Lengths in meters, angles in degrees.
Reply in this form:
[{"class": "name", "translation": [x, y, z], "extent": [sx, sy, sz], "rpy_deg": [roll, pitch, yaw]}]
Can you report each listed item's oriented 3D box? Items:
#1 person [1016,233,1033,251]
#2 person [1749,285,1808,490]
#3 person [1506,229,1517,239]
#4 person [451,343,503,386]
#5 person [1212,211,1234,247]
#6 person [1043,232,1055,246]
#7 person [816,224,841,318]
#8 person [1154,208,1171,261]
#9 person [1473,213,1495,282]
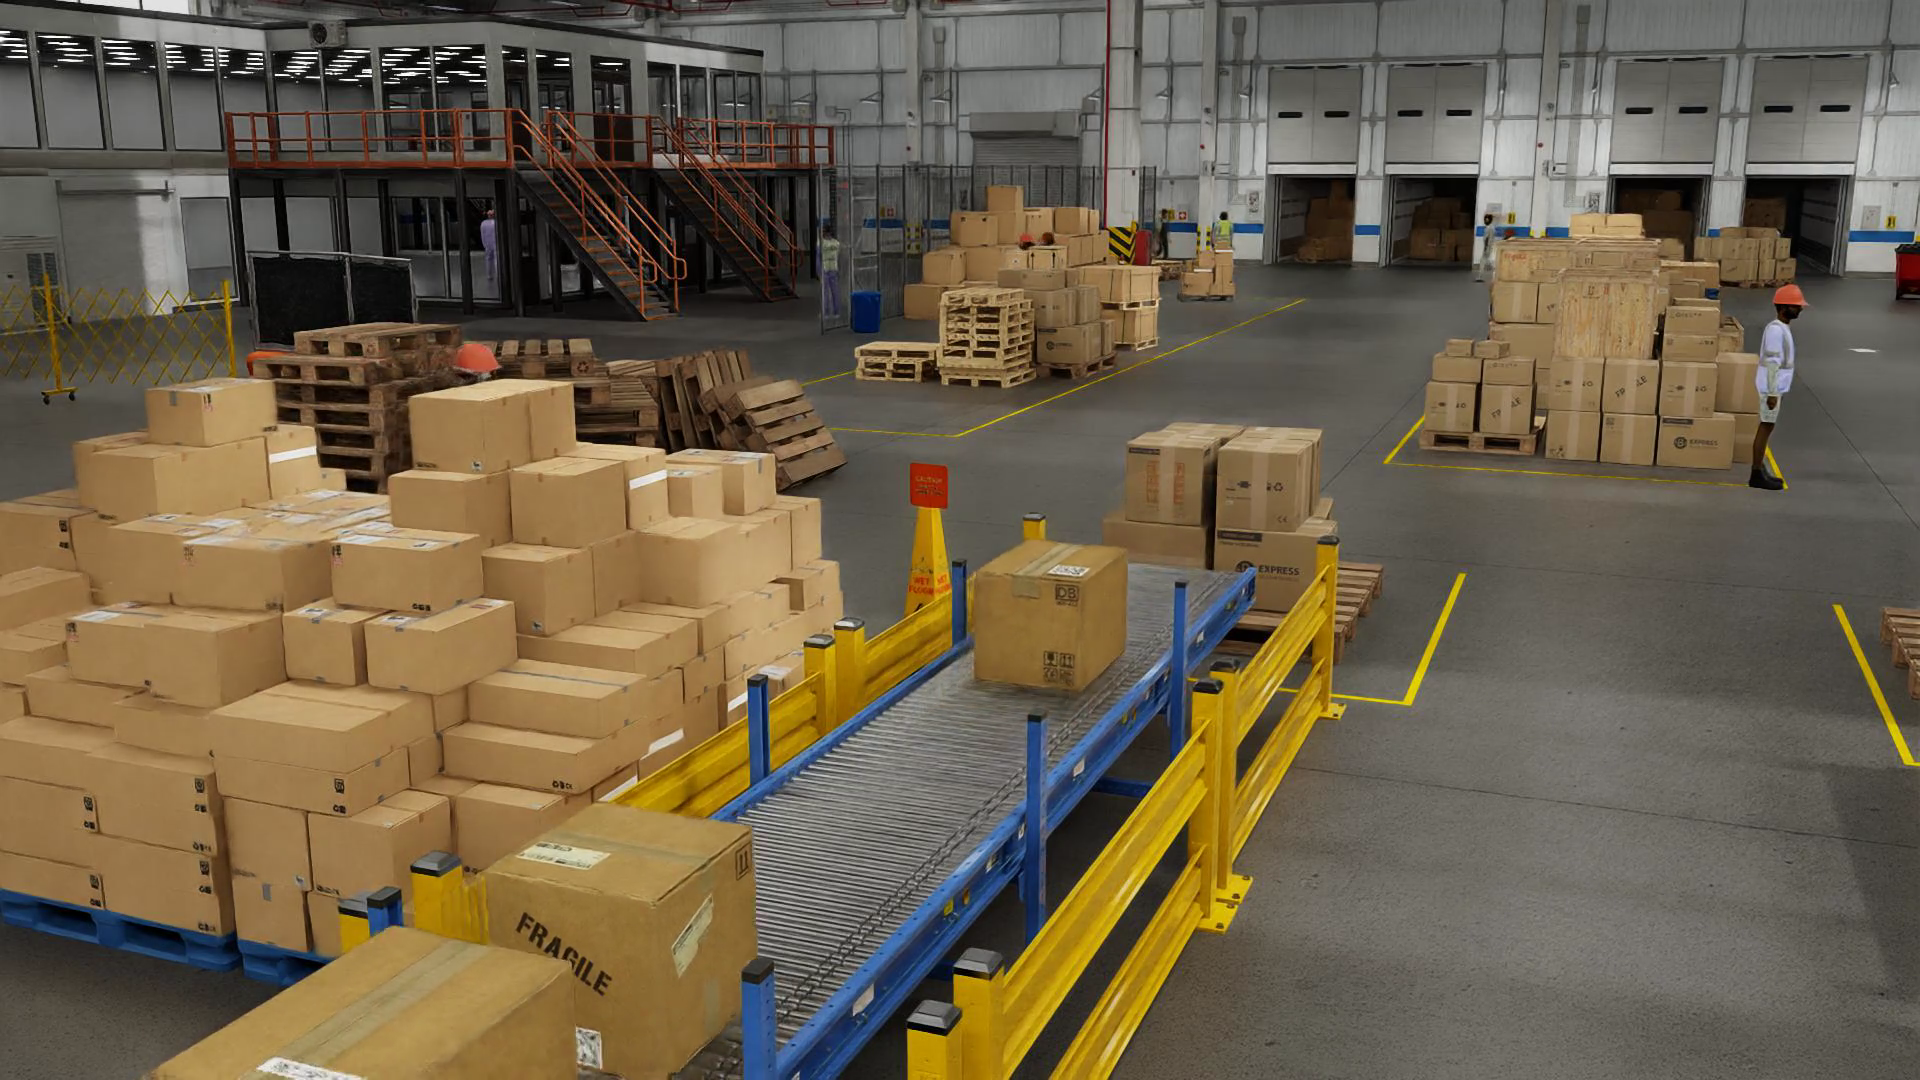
[{"class": "person", "translation": [1.111, -4.523, 29.714], "extent": [0.973, 1.887, 0.567], "rpy_deg": [0, 13, 2]}, {"class": "person", "translation": [7.785, -1.456, 15.846], "extent": [0.375, 1.939, 0.546], "rpy_deg": [7, 15, 30]}, {"class": "person", "translation": [10.891, -5.246, 33.087], "extent": [0.816, 1.833, 0.579], "rpy_deg": [-4, 13, -18]}, {"class": "person", "translation": [-3.069, -0.251, 10.449], "extent": [1.036, 1.955, 0.606], "rpy_deg": [-11, 17, -41]}, {"class": "person", "translation": [7.589, -8.567, 48.007], "extent": [0.642, 1.824, 0.542], "rpy_deg": [-4, 13, -16]}, {"class": "person", "translation": [1.563, -4.862, 31.321], "extent": [0.886, 1.858, 0.578], "rpy_deg": [-8, 15, -31]}, {"class": "person", "translation": [-2.688, -5.499, 34.060], "extent": [0.596, 1.910, 0.384], "rpy_deg": [-10, 16, -37]}, {"class": "person", "translation": [6.292, -9.434, 51.918], "extent": [0.581, 1.816, 0.607], "rpy_deg": [-11, 16, -39]}, {"class": "person", "translation": [14.196, -7.822, 44.592], "extent": [0.699, 1.855, 0.523], "rpy_deg": [12, 17, 43]}]
